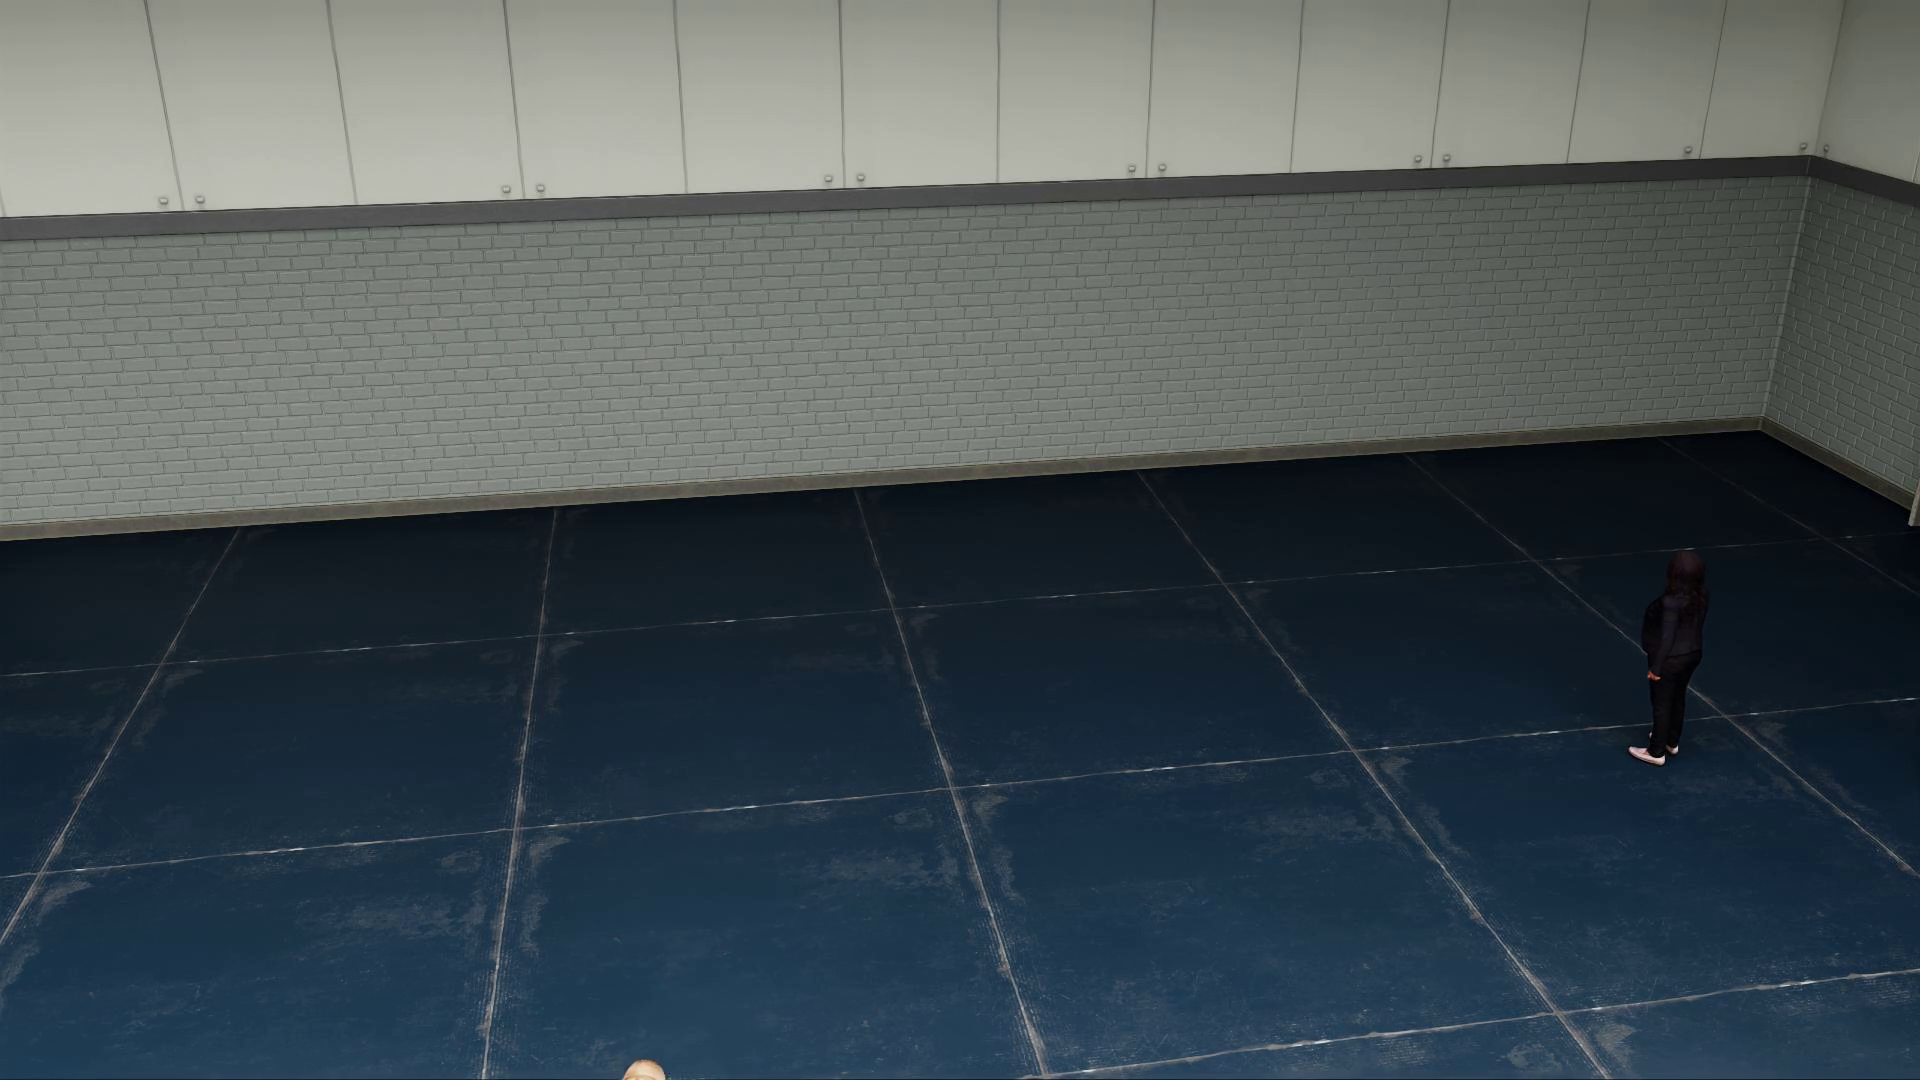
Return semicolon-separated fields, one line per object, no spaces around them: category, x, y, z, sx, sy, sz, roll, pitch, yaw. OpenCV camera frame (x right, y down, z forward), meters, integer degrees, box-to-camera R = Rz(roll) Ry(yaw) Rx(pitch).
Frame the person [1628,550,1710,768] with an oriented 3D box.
person;5.084;0.833;11.841;0.769;1.616;0.791;-18;29;-37
